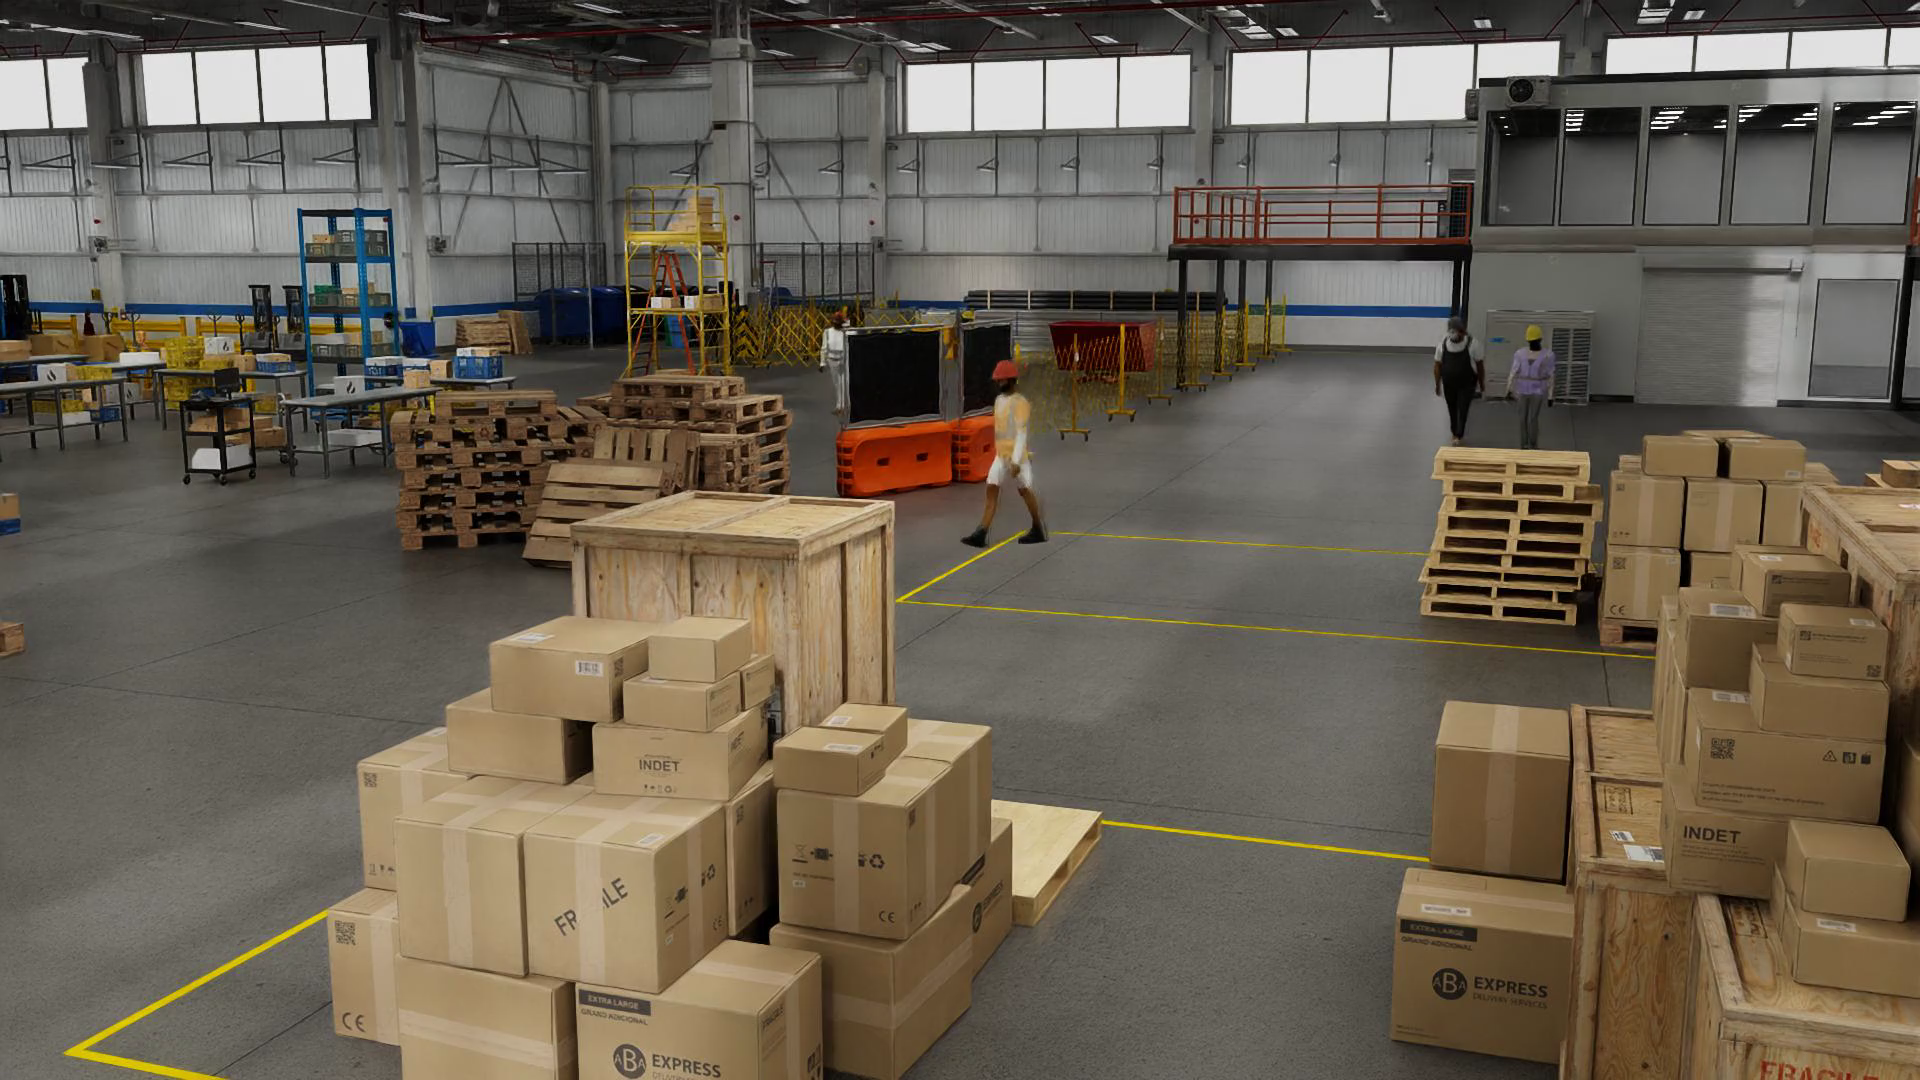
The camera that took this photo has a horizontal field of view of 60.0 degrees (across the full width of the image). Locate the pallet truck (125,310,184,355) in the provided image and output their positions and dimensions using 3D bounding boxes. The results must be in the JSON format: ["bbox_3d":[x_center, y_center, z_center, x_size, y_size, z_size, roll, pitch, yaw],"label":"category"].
[{"bbox_3d":[-22.038,-5.665,45.457,0.704,1.261,1.522,3,11,17],"label":"pallet truck"}]

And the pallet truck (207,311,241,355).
[{"bbox_3d":[-19.537,-5.575,44.913,0.653,1.274,1.630,3,11,19],"label":"pallet truck"}]

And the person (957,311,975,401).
[{"bbox_3d":[0.127,-3.600,32.516,0.338,1.757,0.518,-3,10,-14],"label":"person"}]

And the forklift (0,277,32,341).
[{"bbox_3d":[-27.151,-6.329,46.328,1.157,1.987,2.680,3,11,17],"label":"forklift"}]

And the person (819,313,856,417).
[{"bbox_3d":[-2.183,-3.087,29.389,0.589,1.832,0.958,3,11,19],"label":"person"}]

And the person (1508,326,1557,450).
[{"bbox_3d":[8.095,-2.087,23.589,0.512,1.904,0.597,-9,13,-40],"label":"person"}]

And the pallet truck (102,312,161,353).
[{"bbox_3d":[-23.057,-5.777,46.261,0.680,1.201,1.601,3,11,19],"label":"pallet truck"}]

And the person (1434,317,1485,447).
[{"bbox_3d":[7.608,-2.465,25.322,0.720,2.000,1.033,6,12,32],"label":"person"}]

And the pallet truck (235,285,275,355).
[{"bbox_3d":[-18.327,-5.835,44.421,0.823,1.965,1.885,4,11,23],"label":"pallet truck"}]

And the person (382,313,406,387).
[{"bbox_3d":[-10.410,-3.229,30.223,0.515,1.837,0.878,7,12,35],"label":"person"}]

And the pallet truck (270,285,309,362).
[{"bbox_3d":[-17.147,-5.700,43.663,0.823,1.965,1.885,3,11,17],"label":"pallet truck"}]

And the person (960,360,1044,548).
[{"bbox_3d":[0.473,-0.858,16.718,0.980,1.884,0.561,-7,12,-33],"label":"person"}]
